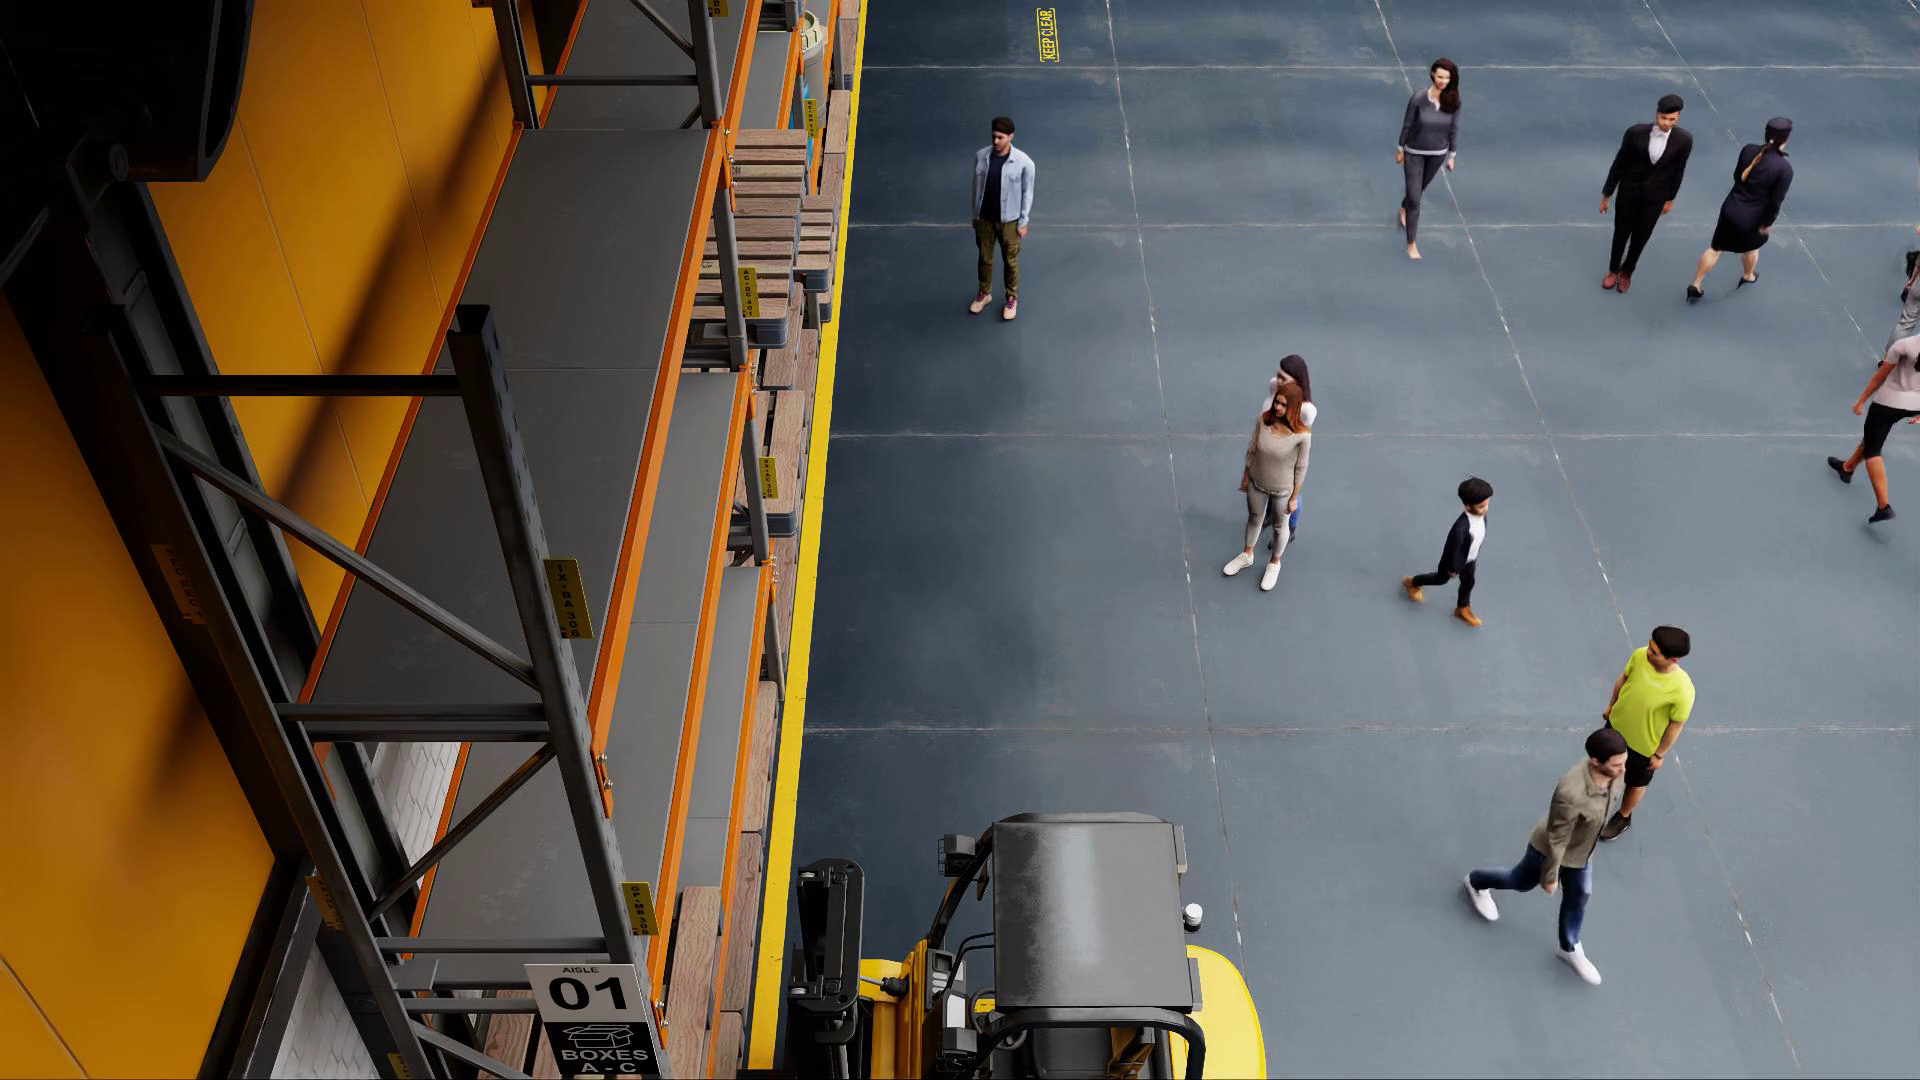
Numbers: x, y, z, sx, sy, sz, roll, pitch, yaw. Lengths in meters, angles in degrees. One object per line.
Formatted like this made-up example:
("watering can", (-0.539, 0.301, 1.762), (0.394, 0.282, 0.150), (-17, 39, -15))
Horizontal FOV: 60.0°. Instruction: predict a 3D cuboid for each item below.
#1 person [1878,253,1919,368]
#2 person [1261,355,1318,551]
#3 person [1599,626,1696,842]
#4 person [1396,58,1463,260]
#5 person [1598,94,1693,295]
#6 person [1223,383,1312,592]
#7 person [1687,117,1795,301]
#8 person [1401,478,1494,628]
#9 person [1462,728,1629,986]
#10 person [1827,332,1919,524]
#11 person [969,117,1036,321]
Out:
("person", (7.695, -1.975, 13.098), (0.728, 1.678, 0.774), (29, 51, 27))
("person", (2.287, -0.622, 11.680), (0.779, 1.675, 0.679), (-24, 48, -23))
("person", (4.021, 1.106, 9.844), (0.751, 1.706, 0.605), (-18, 47, -18))
("person", (4.057, -3.425, 14.587), (0.685, 1.723, 1.101), (-3, 44, -3))
("person", (5.755, -2.955, 13.997), (0.833, 1.858, 0.816), (20, 47, 20))
("person", (2.155, -0.399, 11.418), (0.688, 1.713, 0.726), (27, 50, 25))
("person", (6.496, -2.700, 13.895), (1.088, 1.629, 1.097), (-24, 49, -23))
("person", (3.351, 0.048, 11.314), (0.822, 1.211, 0.883), (-34, 53, -31))
("person", (3.256, 1.625, 9.202), (1.157, 1.839, 1.280), (-28, 50, -26))
("person", (6.752, -0.899, 11.943), (0.715, 1.714, 1.153), (-6, 44, -6))
("person", (0.324, -2.664, 13.724), (0.749, 1.812, 0.699), (14, 45, 14))
